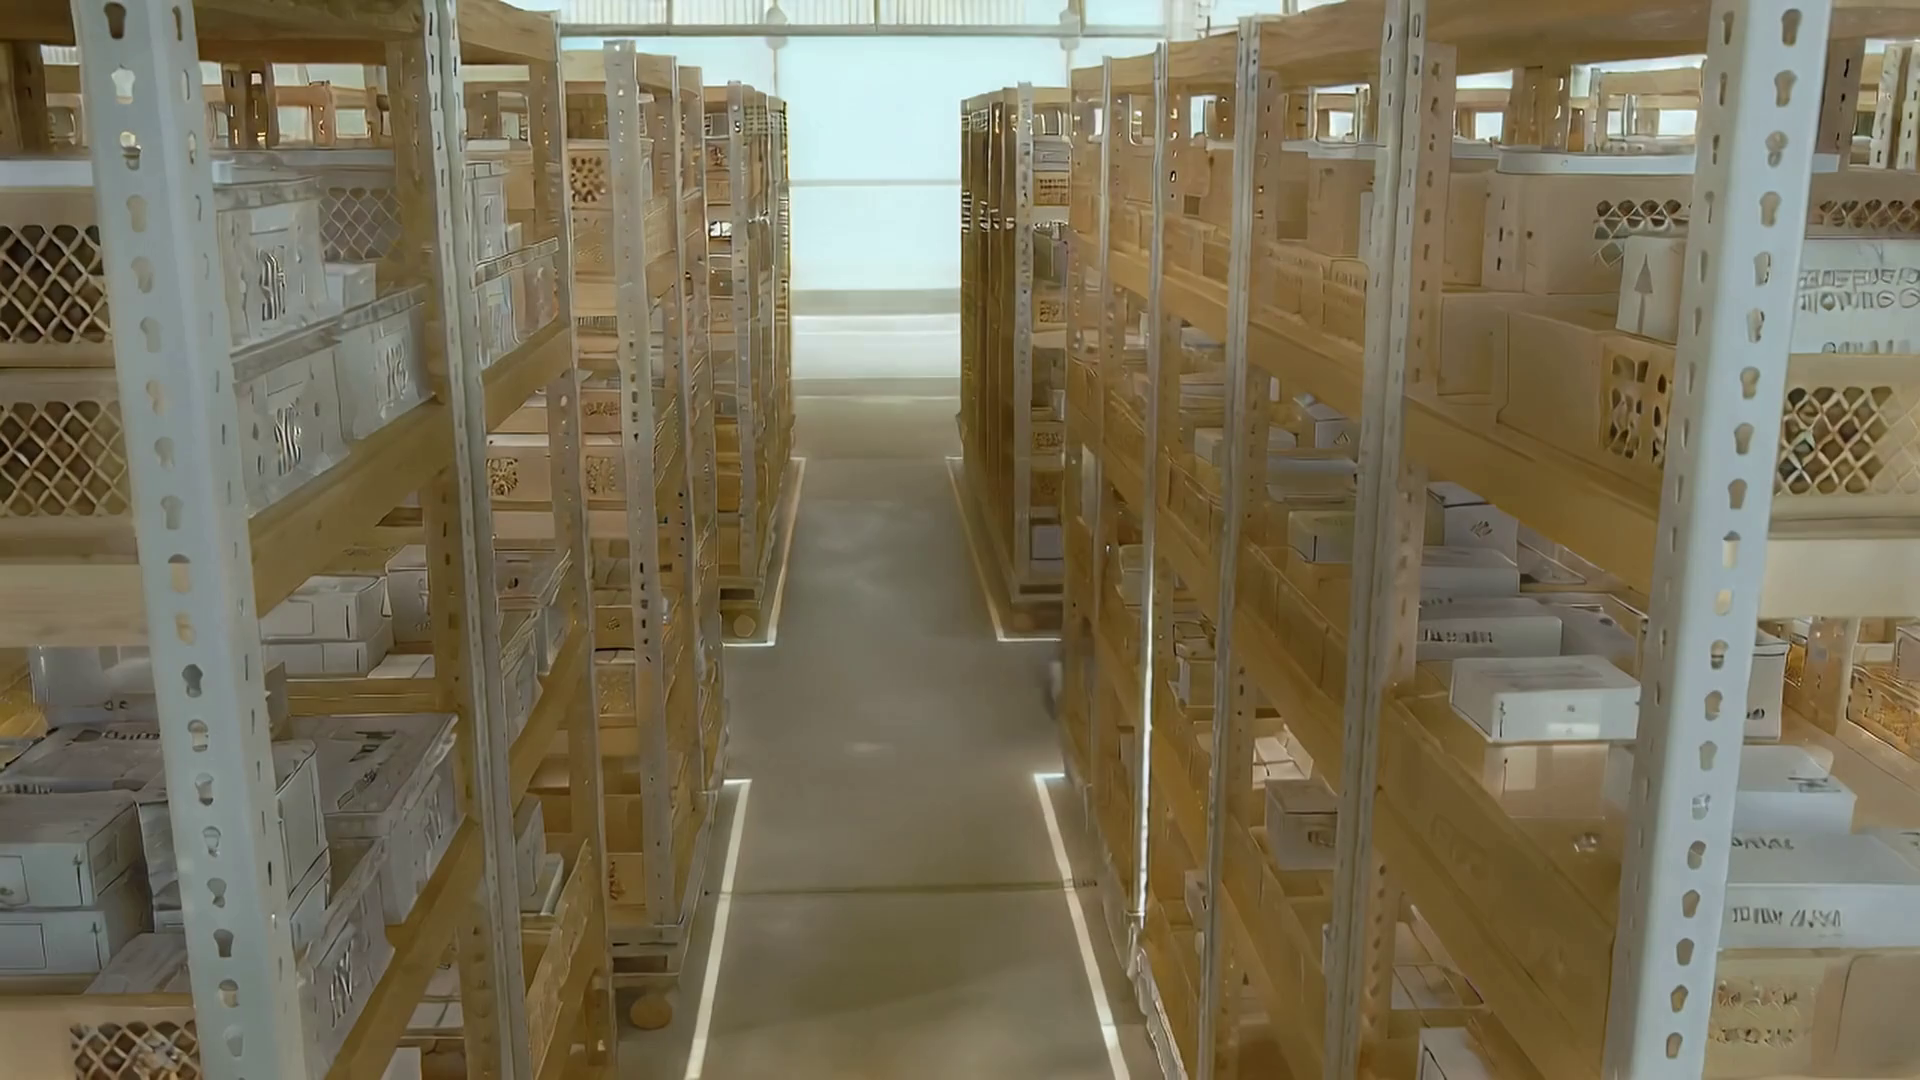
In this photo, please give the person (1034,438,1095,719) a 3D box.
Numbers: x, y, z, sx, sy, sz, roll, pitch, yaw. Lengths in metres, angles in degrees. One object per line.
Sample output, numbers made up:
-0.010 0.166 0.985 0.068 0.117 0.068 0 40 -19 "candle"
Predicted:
0.783 0.085 9.234 0.690 2.026 0.619 -13 19 -43 "person"
